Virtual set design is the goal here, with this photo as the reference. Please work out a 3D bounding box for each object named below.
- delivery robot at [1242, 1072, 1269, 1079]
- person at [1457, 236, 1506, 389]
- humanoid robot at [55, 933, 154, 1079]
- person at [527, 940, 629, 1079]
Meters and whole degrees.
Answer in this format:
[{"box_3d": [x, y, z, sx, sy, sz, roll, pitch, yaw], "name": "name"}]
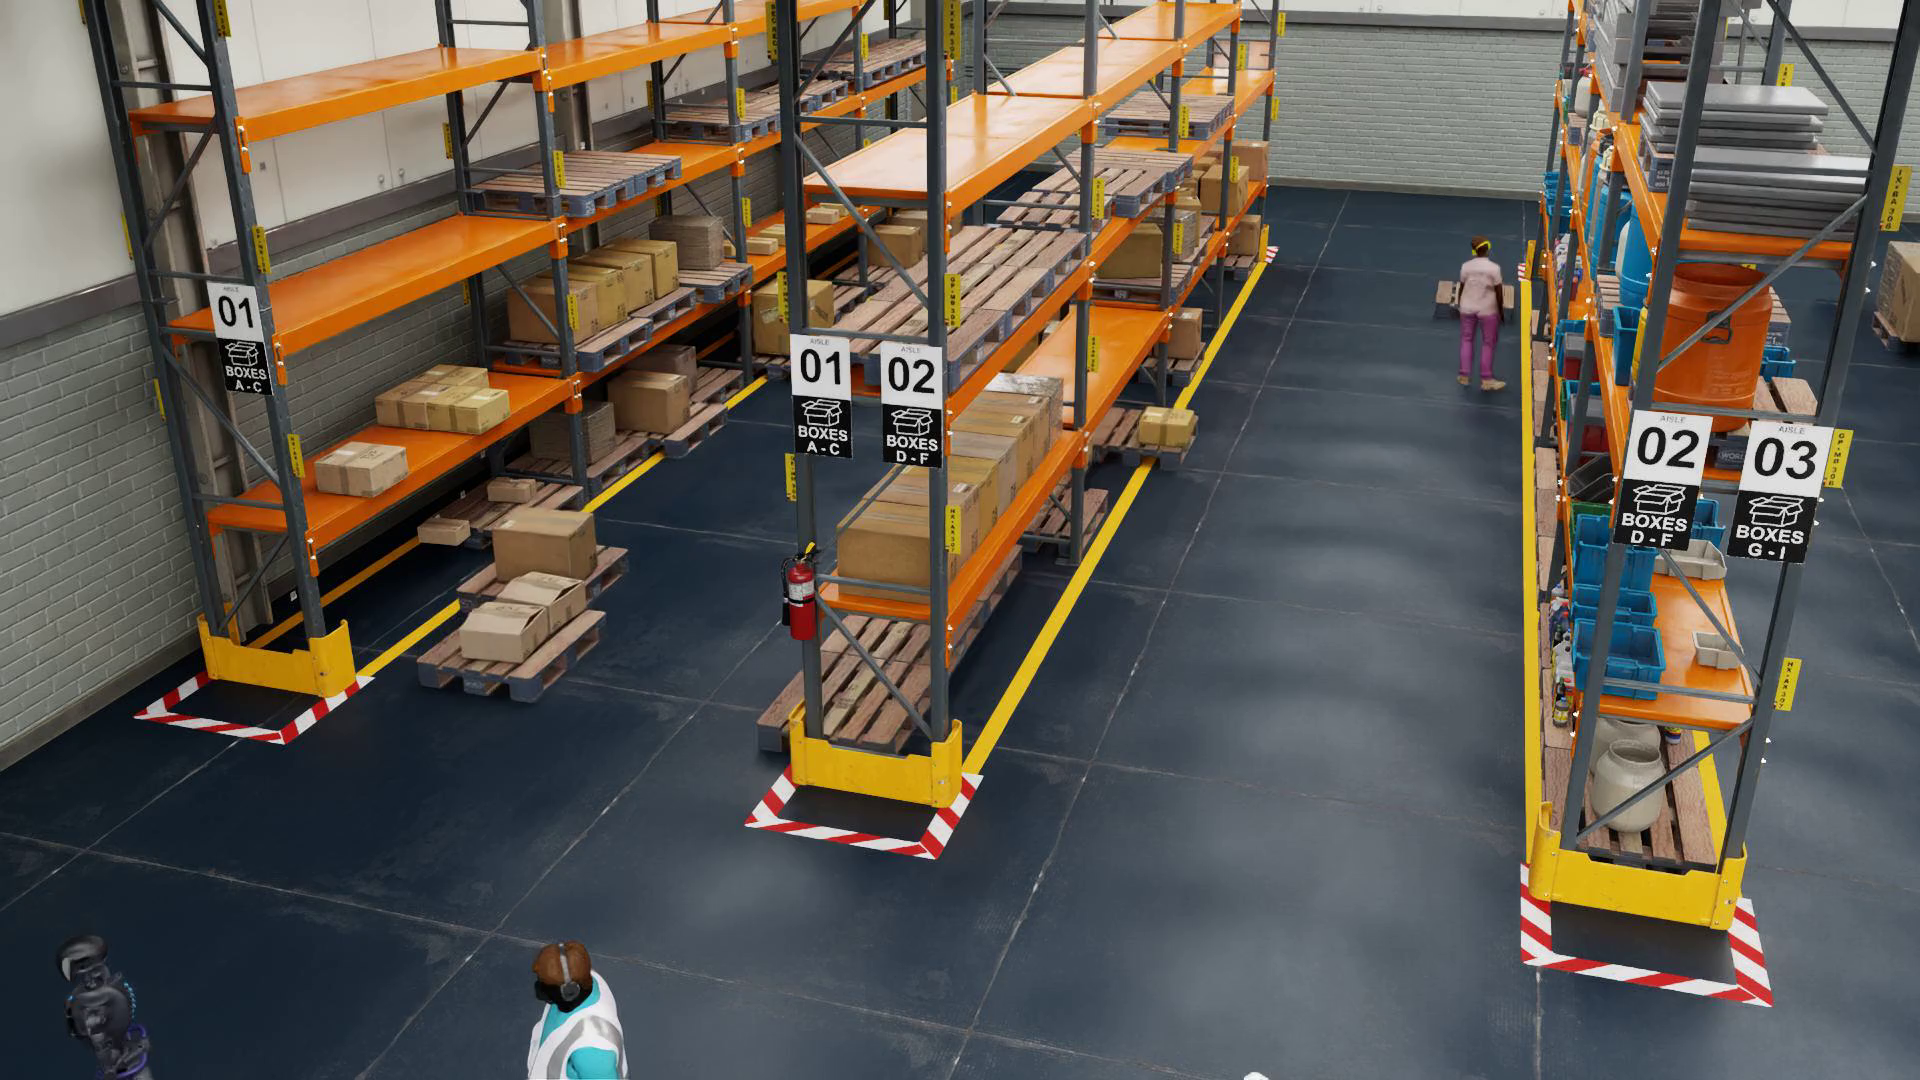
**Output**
[{"box_3d": [1.596, 2.917, 8.029, 0.499, 0.580, 0.769, -20, 30, -38], "name": "delivery robot"}, {"box_3d": [6.139, -2.656, 19.451, 0.694, 1.769, 0.341, 16, 28, 33], "name": "person"}, {"box_3d": [-3.836, 2.482, 7.633, 0.383, 1.644, 0.601, -11, 25, -23], "name": "humanoid robot"}, {"box_3d": [-1.662, 2.536, 7.307, 0.429, 1.840, 0.633, -9, 25, -19], "name": "person"}]
